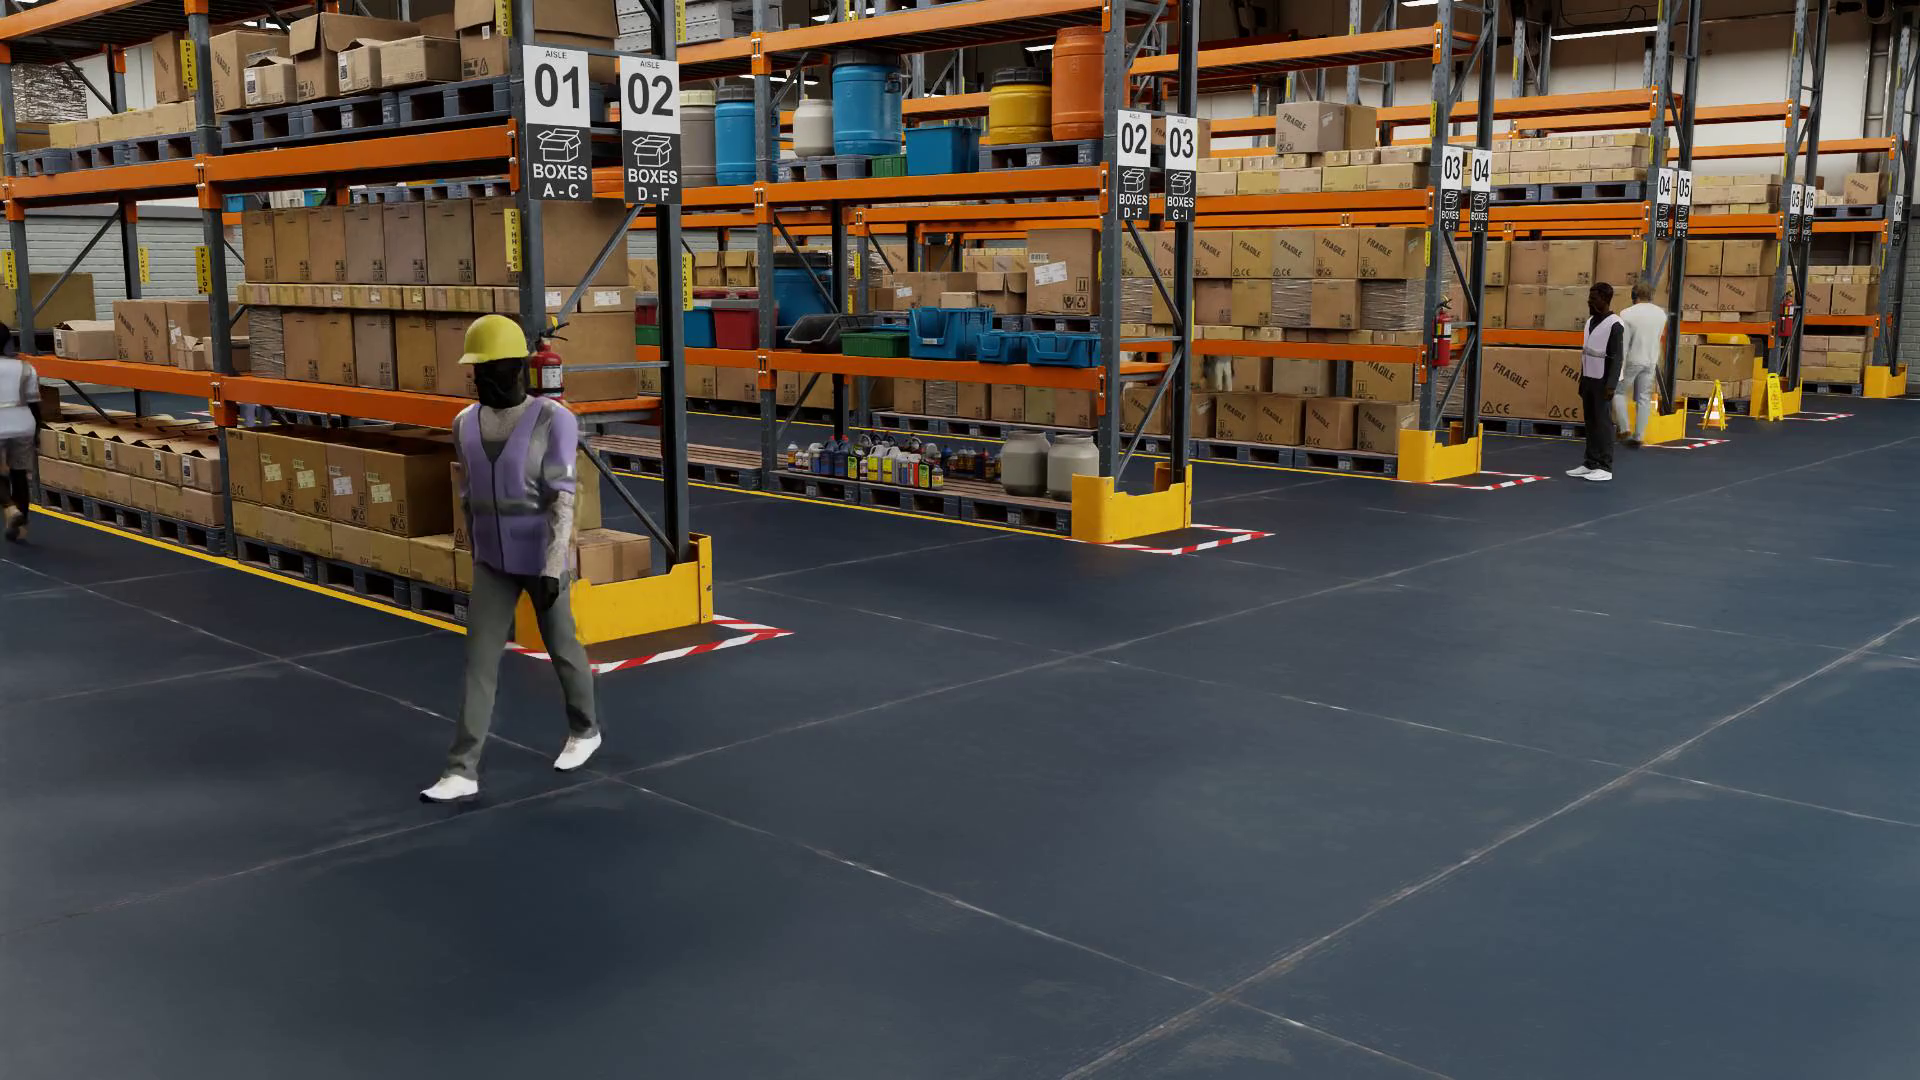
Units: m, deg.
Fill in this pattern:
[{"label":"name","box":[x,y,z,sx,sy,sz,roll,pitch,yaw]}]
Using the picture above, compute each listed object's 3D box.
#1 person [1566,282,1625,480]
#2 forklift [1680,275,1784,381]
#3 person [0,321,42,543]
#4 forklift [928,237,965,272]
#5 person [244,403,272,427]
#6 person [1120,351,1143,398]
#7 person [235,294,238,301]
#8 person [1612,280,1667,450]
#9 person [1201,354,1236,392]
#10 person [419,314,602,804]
[{"label":"person","box":[6.264,-1.556,16.292,0.382,1.918,0.597,-1,9,-8]},{"label":"forklift","box":[12.480,-3.427,27.053,1.214,2.155,2.313,9,13,43]},{"label":"person","box":[-7.056,-0.790,12.310,0.506,1.680,0.545,8,12,42]},{"label":"forklift","box":[-0.326,-5.817,39.609,1.129,2.768,1.873,9,13,43]},{"label":"person","box":[-7.976,-1.884,18.898,0.548,1.717,0.801,-2,10,-15]},{"label":"person","box":[2.200,-2.593,22.893,0.932,1.851,0.588,9,13,44]},{"label":"person","box":[-10.684,-2.870,24.976,0.522,1.712,0.926,3,10,18]},{"label":"person","box":[7.759,-2.014,19.109,0.635,1.926,0.478,-2,9,-12]},{"label":"person","box":[3.120,-2.146,20.145,0.514,1.852,0.584,-9,13,-42]},{"label":"person","box":[-1.753,0.058,6.538,0.589,1.876,0.994,3,10,17]}]
